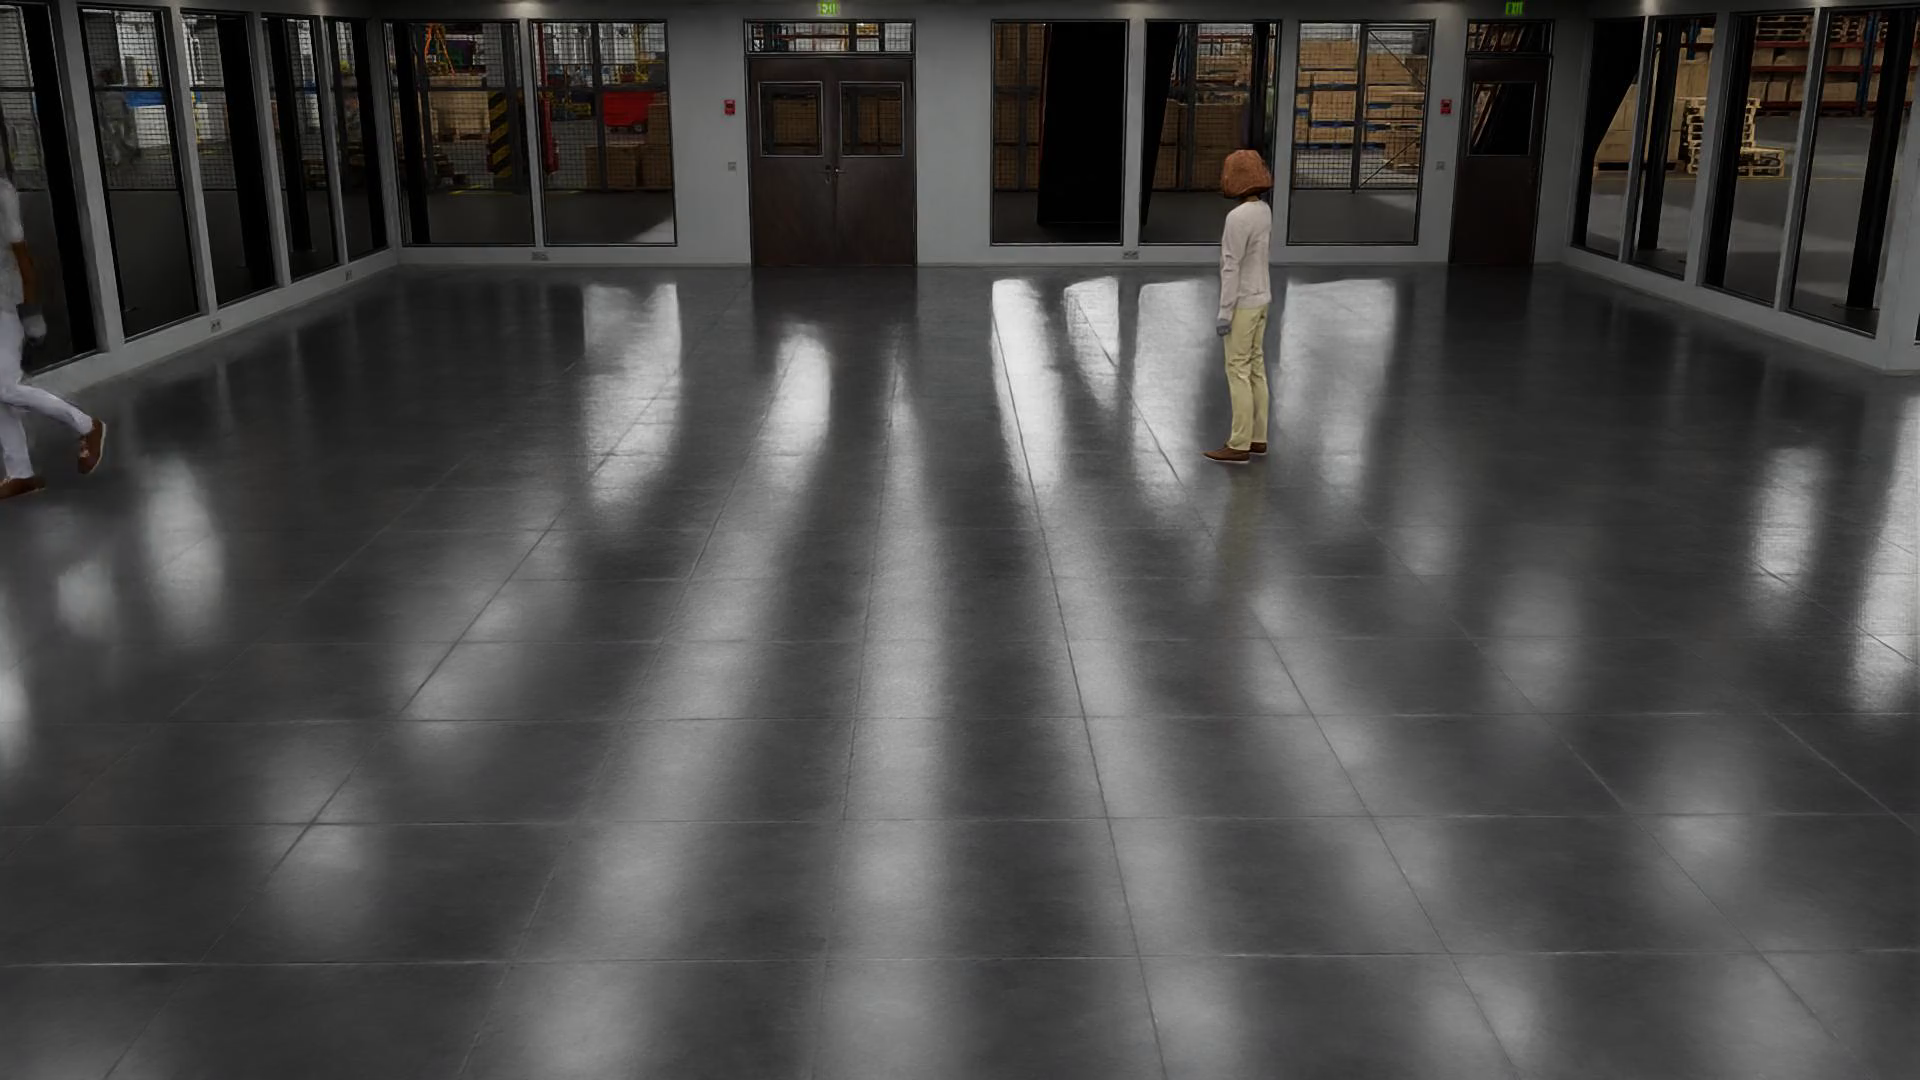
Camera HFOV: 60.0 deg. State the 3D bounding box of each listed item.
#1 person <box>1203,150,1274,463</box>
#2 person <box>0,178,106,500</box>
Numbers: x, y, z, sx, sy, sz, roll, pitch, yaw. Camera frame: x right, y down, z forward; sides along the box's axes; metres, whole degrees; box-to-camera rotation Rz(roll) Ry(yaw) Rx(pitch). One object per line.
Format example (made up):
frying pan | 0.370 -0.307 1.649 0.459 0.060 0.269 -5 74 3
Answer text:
person | 1.488 -1.219 8.747 0.279 1.624 0.494 8 18 26
person | -4.590 -1.122 8.045 0.506 1.845 0.555 9 19 29
